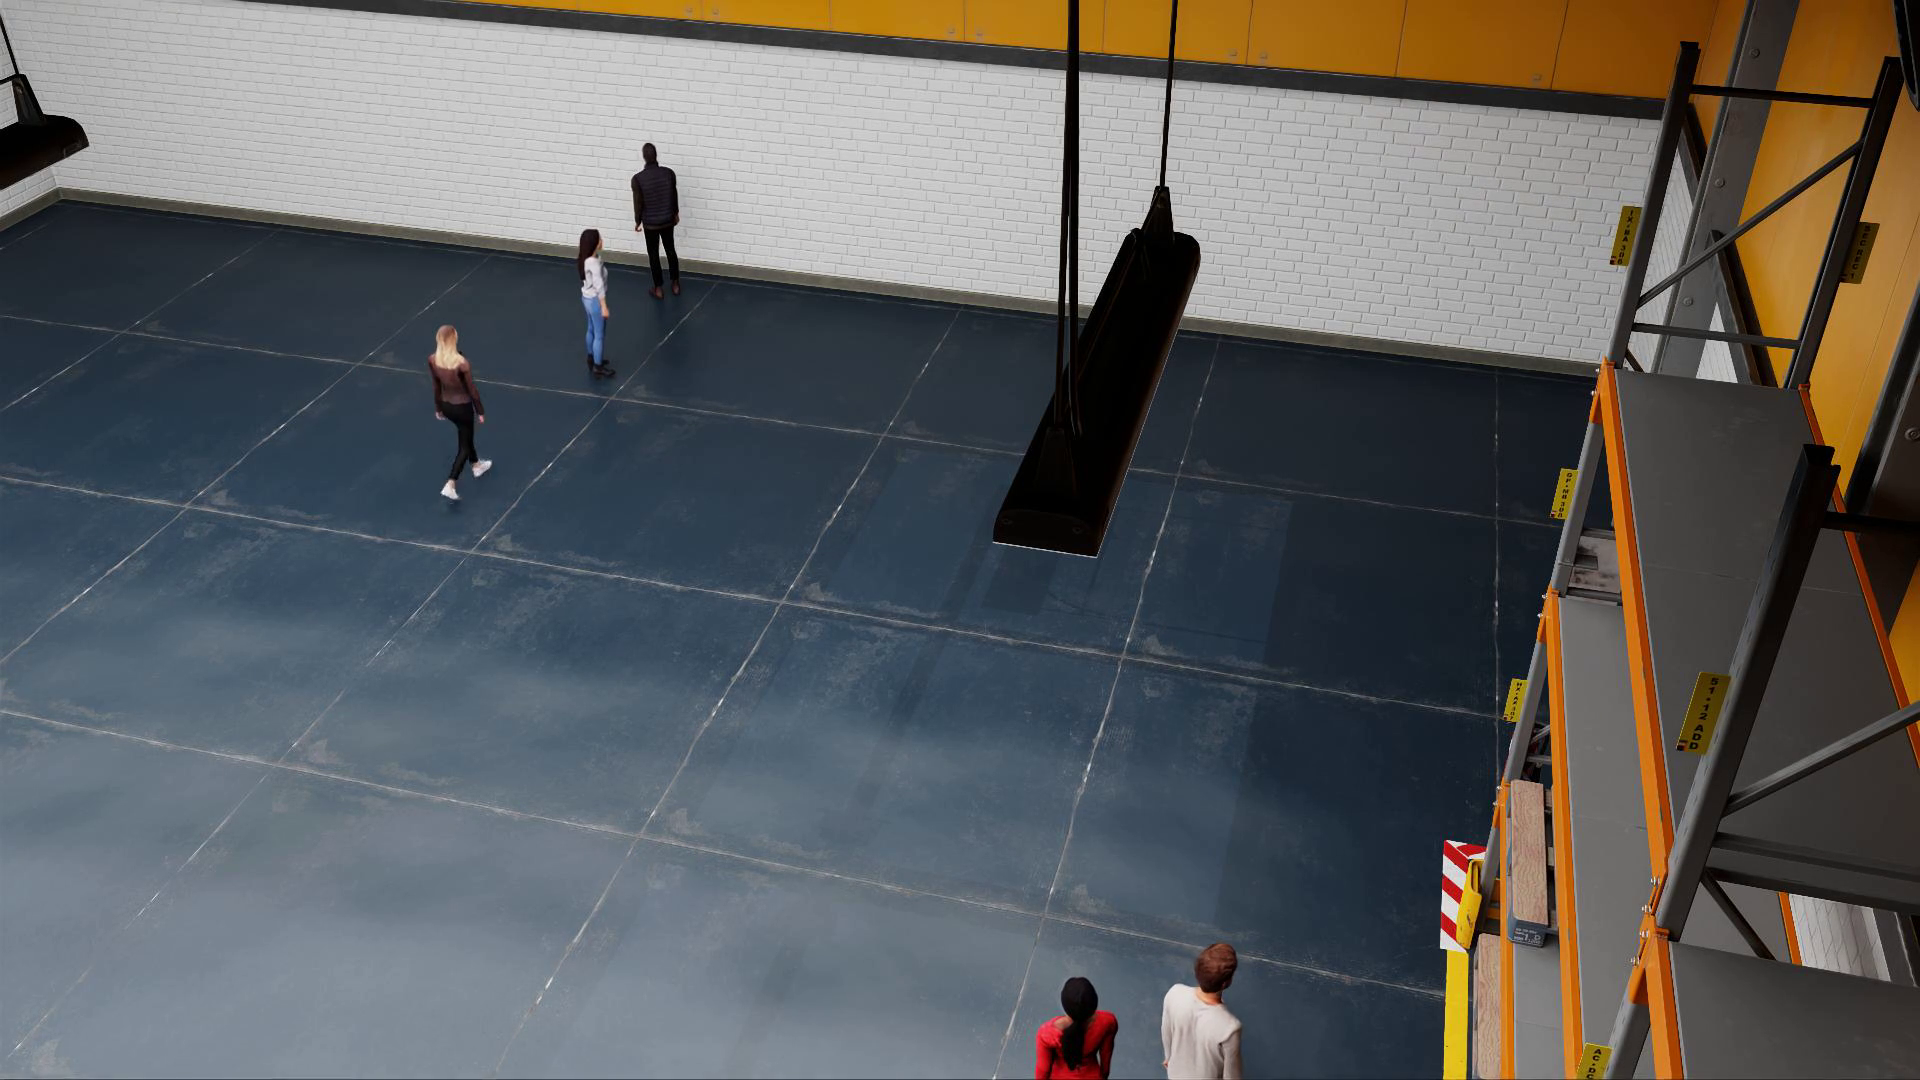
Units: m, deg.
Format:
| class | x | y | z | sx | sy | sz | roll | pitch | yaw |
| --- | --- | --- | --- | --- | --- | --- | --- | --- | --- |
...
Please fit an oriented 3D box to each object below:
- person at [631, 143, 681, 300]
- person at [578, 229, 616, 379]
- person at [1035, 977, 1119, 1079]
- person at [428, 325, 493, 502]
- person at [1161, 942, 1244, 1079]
| class | x | y | z | sx | sy | sz | roll | pitch | yaw |
| --- | --- | --- | --- | --- | --- | --- | --- | --- | --- |
| person | -3.474 | -3.676 | 19.122 | 0.764 | 1.838 | 0.824 | -18 | 37 | -25 |
| person | -3.868 | -2.511 | 17.560 | 0.749 | 1.627 | 0.668 | -14 | 36 | -20 |
| person | 0.621 | 3.034 | 9.076 | 0.723 | 1.784 | 0.755 | -11 | 35 | -15 |
| person | -4.717 | -1.160 | 15.486 | 0.705 | 1.673 | 1.112 | 13 | 36 | 18 |
| person | 1.316 | 2.950 | 9.099 | 0.749 | 1.898 | 0.736 | 25 | 41 | 33 |
